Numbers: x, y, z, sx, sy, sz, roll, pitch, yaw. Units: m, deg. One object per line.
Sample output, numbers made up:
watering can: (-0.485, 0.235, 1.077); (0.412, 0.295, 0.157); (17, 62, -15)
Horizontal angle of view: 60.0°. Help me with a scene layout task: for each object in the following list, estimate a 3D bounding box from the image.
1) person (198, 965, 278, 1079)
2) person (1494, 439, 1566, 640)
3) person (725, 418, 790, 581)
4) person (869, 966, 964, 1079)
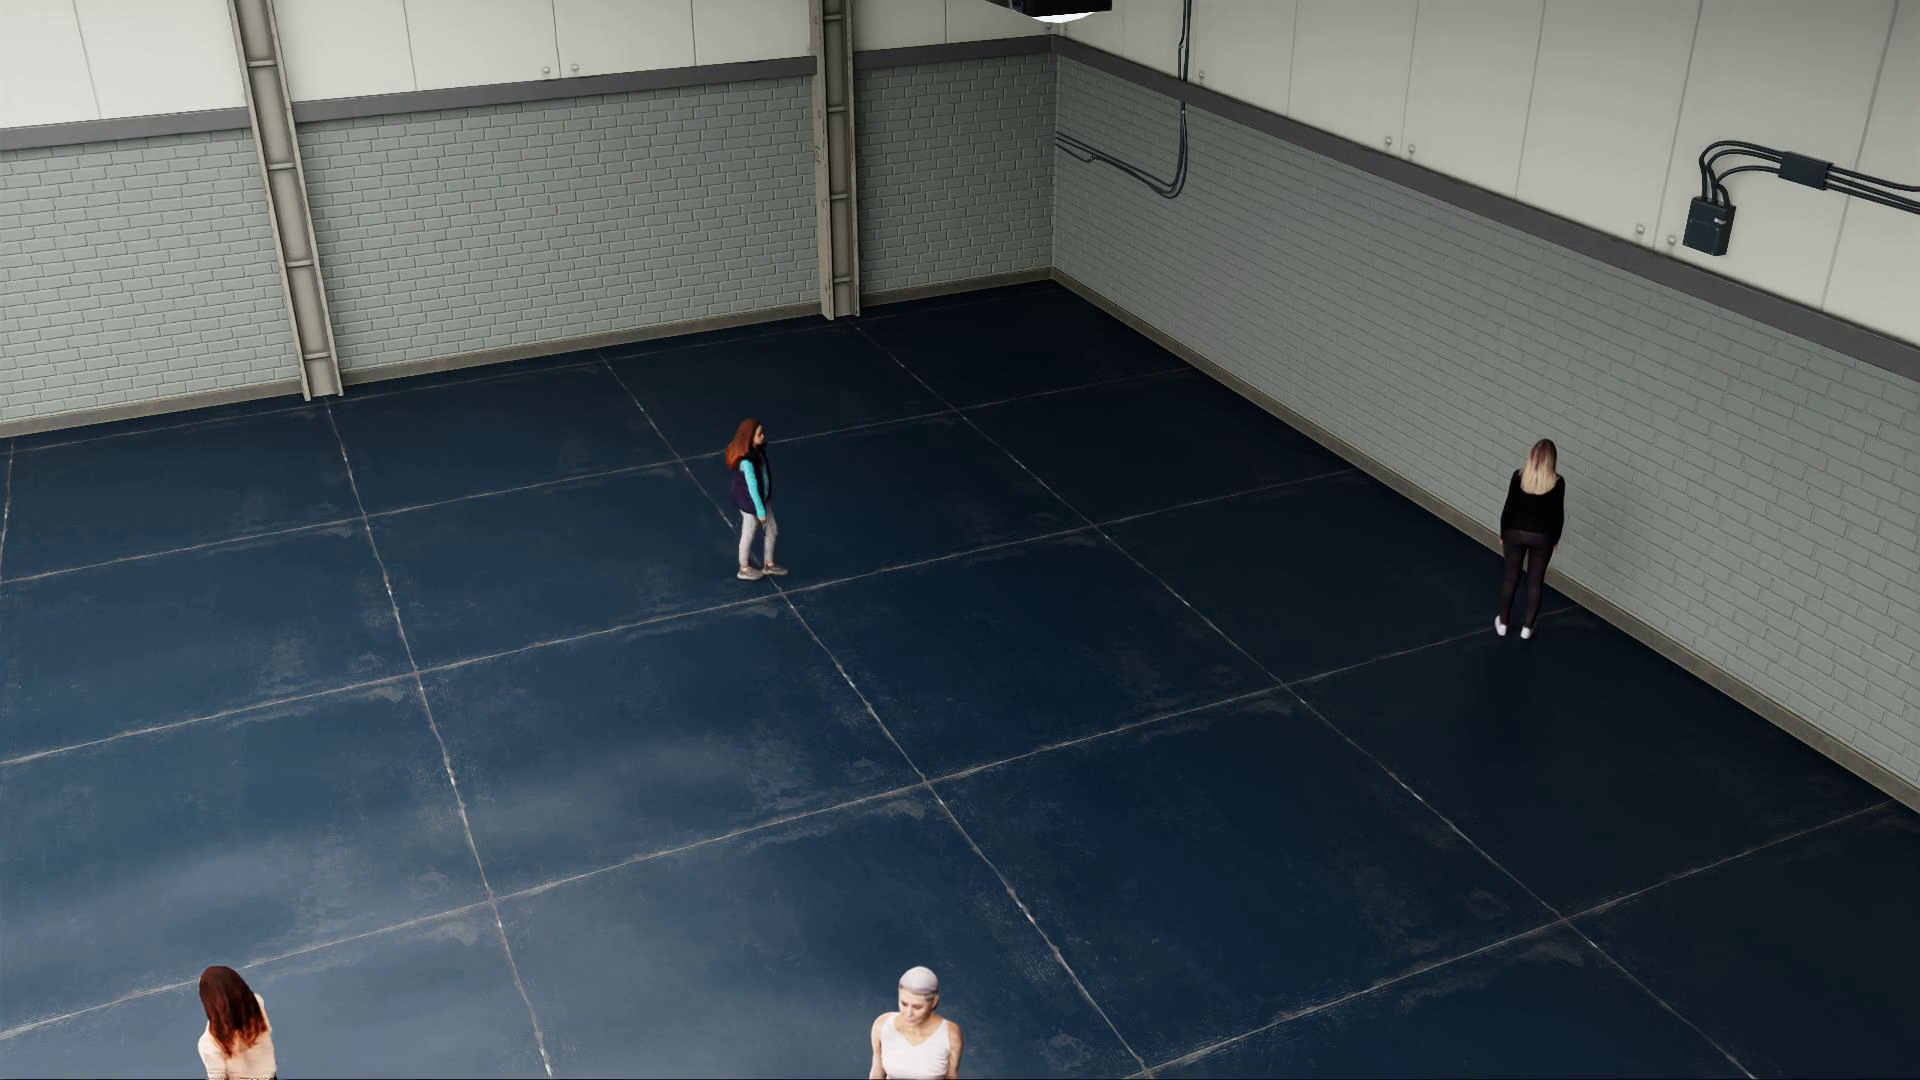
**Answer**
person: (-3.418, 2.684, 8.100); (1.019, 1.452, 0.975); (10, 29, 19)
person: (4.470, -0.008, 13.073); (0.686, 1.686, 0.743); (10, 29, 19)
person: (-1.799, -0.326, 13.913); (0.824, 1.483, 0.746); (3, 27, 6)
person: (-0.194, 2.683, 7.829); (0.651, 1.703, 0.740); (5, 28, 10)
